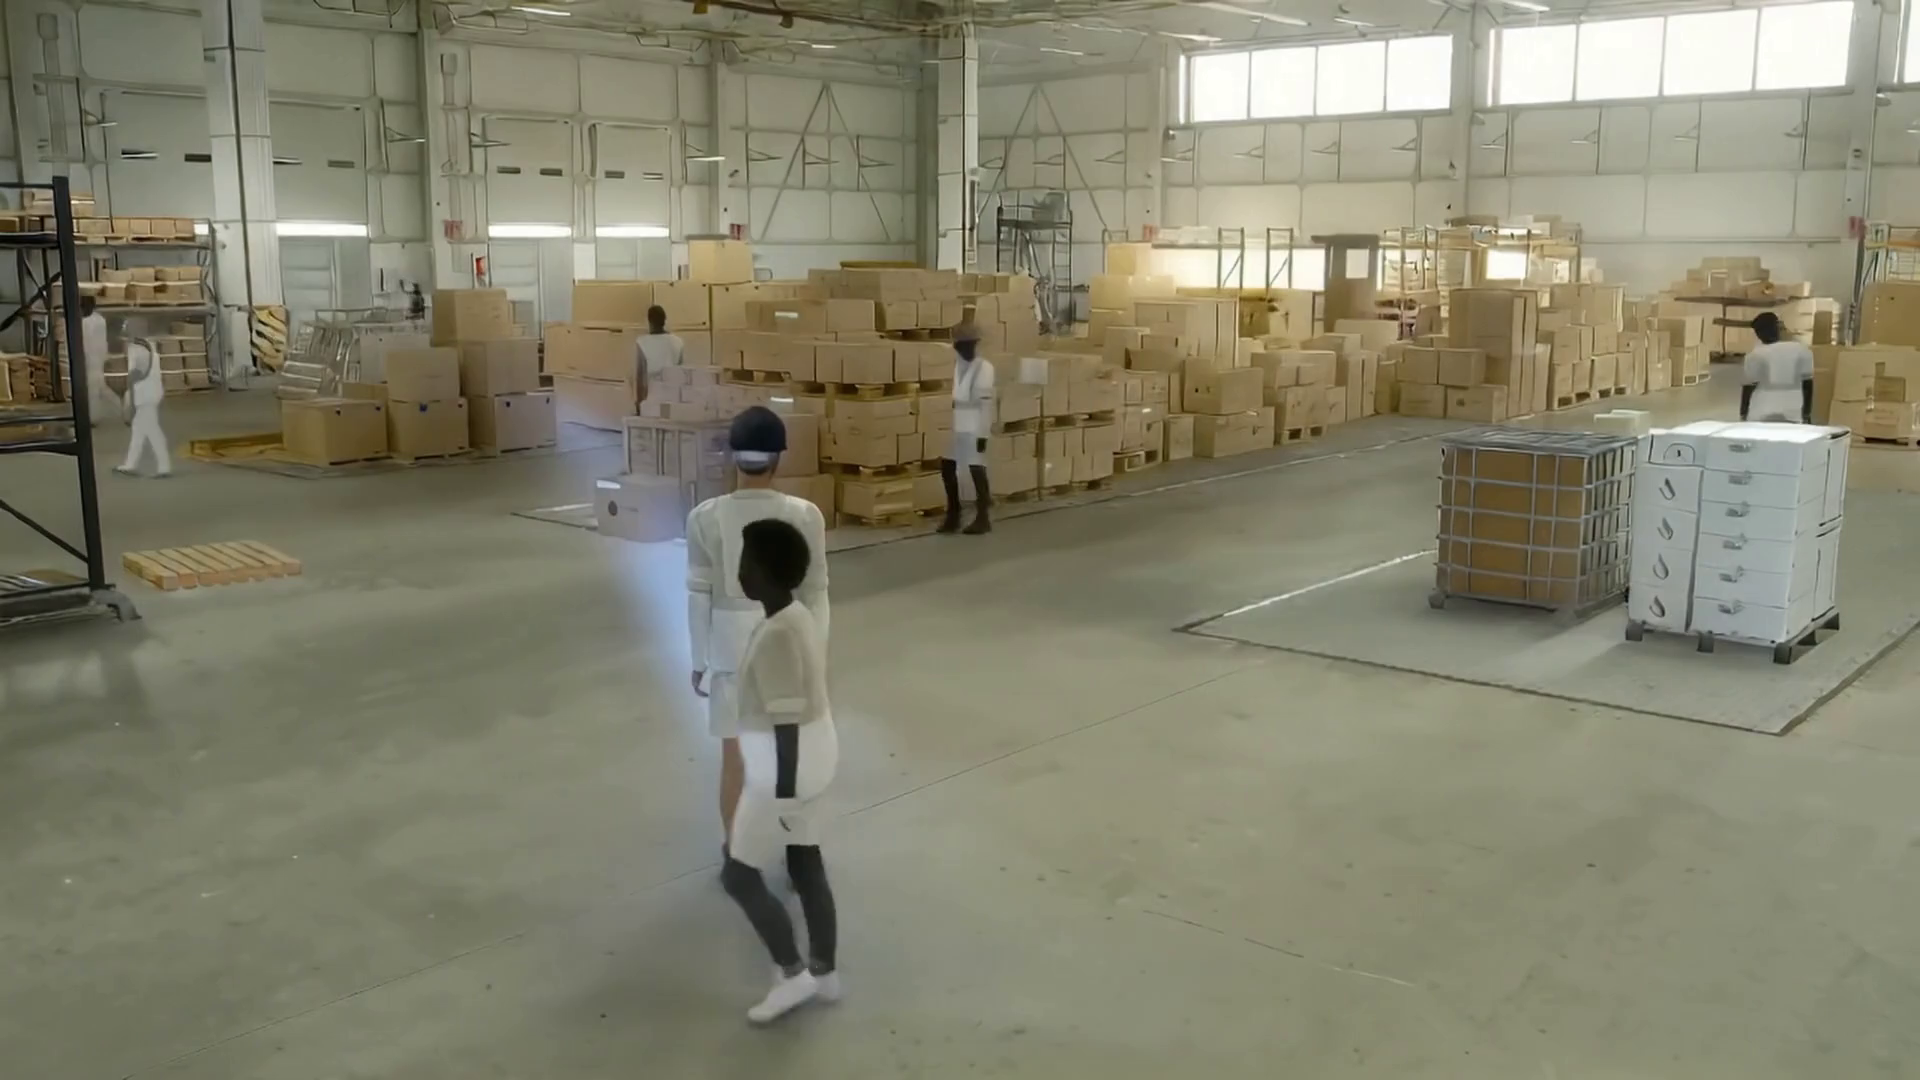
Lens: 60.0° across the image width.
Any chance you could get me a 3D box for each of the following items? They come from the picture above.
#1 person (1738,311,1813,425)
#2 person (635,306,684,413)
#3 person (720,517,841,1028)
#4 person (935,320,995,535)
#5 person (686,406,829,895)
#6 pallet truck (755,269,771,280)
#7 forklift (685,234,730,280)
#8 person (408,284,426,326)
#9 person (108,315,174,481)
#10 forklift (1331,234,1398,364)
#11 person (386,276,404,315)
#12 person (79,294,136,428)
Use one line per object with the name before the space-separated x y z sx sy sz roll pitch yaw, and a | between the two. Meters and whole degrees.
person | 7.991 -1.270 16.341 0.711 1.931 0.409 3 10 16
person | -3.279 -1.596 18.222 0.587 1.918 0.395 -8 13 -39
person | -0.580 0.761 5.443 0.419 1.683 0.533 1 10 4
person | 0.039 -0.975 14.687 0.629 1.918 0.558 -9 14 -43
person | -0.792 0.439 6.577 0.553 1.935 0.363 -1 10 -4
pallet truck | -4.996 -6.432 45.525 1.885 1.965 0.823 -6 12 -32
forklift | -5.029 -4.728 33.312 1.129 2.768 1.873 7 12 35
person | -13.916 -5.740 42.607 0.544 1.625 0.352 6 12 31
person | -9.066 -1.544 18.204 0.852 1.814 0.540 0 10 -2
forklift | 8.159 -4.906 34.322 1.129 2.768 1.873 -3 10 -16
person | -12.165 -4.696 35.812 0.367 1.939 0.635 -7 12 -33
person | -12.252 -2.553 23.719 0.847 1.910 0.644 -6 12 -31
